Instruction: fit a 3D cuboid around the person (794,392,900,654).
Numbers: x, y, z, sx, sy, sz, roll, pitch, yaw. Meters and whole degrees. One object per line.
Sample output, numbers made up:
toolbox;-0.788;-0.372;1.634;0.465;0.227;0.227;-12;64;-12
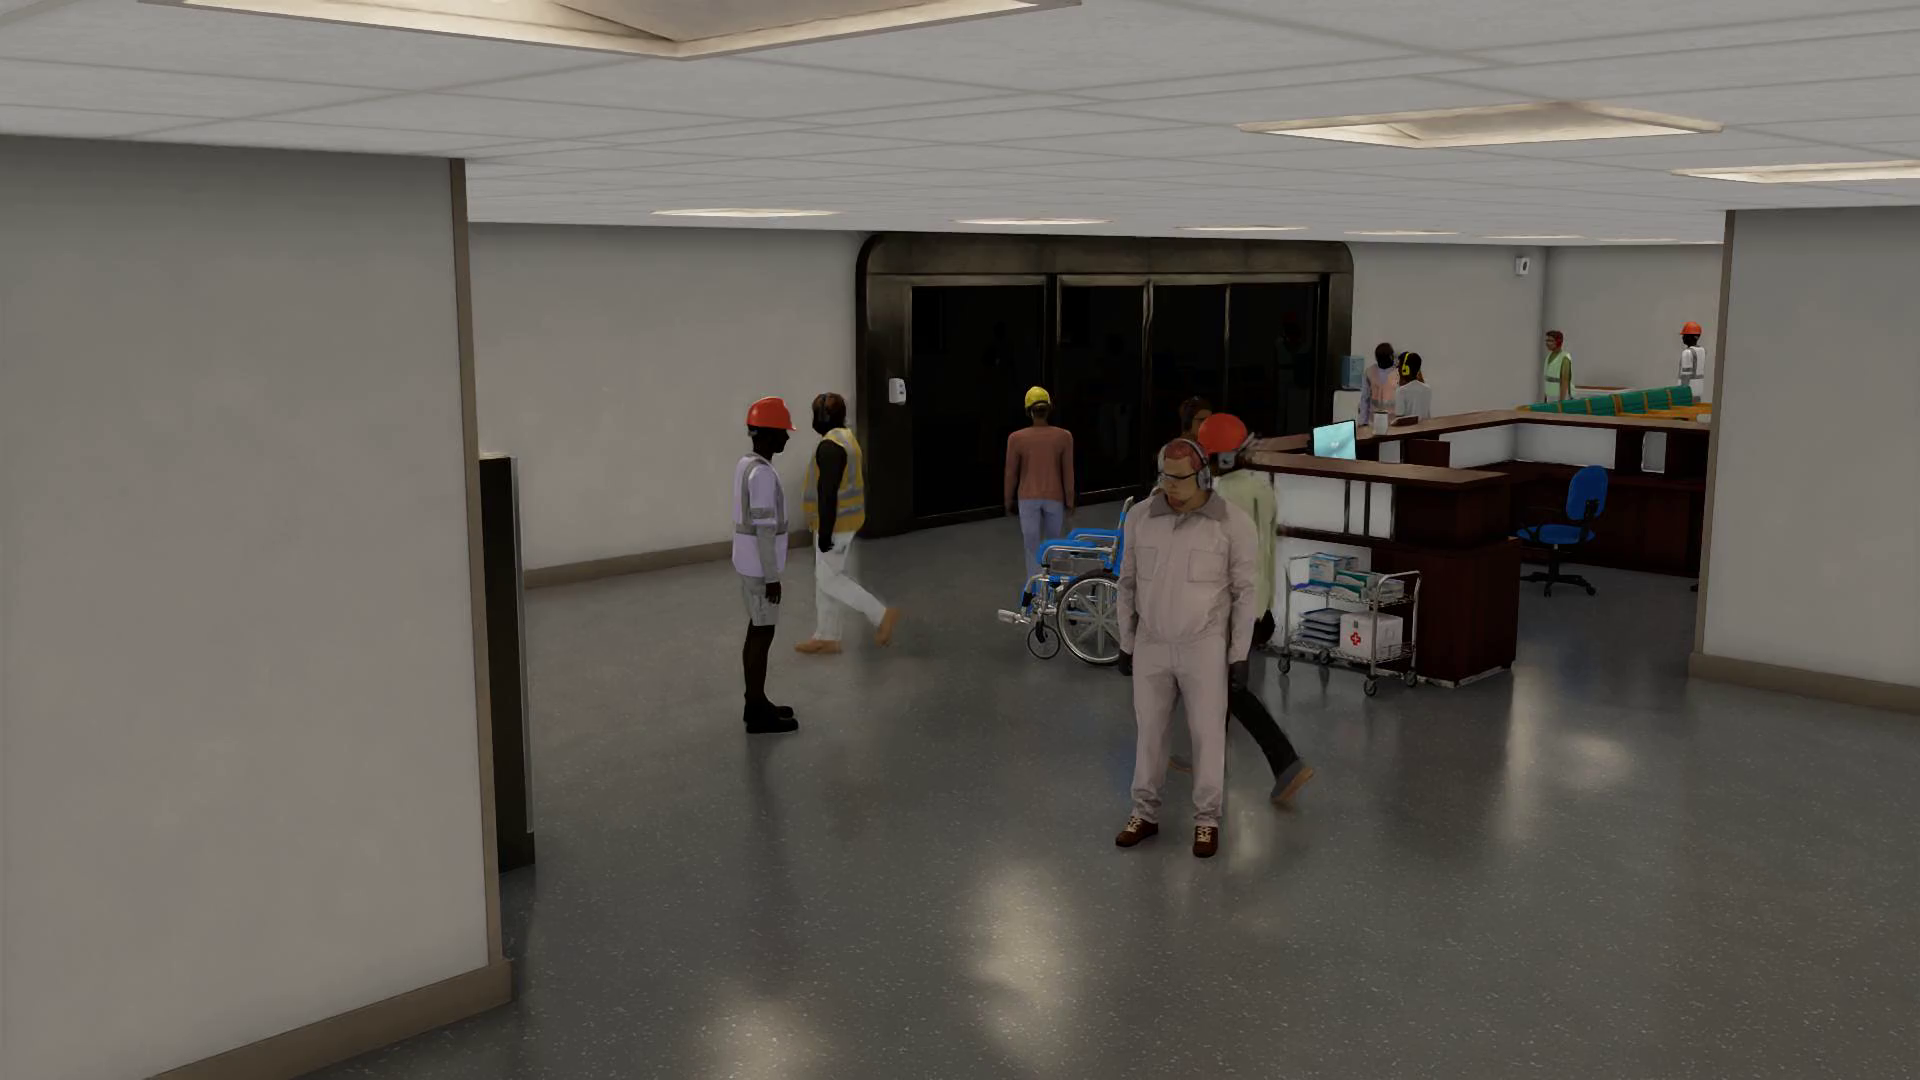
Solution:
person;-0.787;-0.099;11.414;0.659;1.820;0.642;0;9;3

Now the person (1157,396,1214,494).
person;1.470;-0.023;10.857;0.544;1.834;0.491;-9;13;-43

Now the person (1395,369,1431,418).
person;4.816;-1.050;17.796;0.508;1.632;0.264;-6;11;-31

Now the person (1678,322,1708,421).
person;9.986;-2.020;22.817;0.542;1.938;0.357;-9;13;-43

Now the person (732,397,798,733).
person;-1.111;0.143;9.581;0.390;1.929;0.545;-3;10;-15

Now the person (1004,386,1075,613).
person;0.609;-0.323;12.961;0.545;1.743;0.611;-1;9;-5

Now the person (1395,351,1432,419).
person;4.380;-0.897;16.164;0.507;1.862;0.331;-6;11;-34

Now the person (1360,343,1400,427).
person;4.946;-1.379;19.279;0.653;1.810;0.514;7;12;38

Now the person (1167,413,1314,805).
person;1.428;0.335;8.365;0.920;1.955;0.614;8;12;39

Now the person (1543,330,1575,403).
person;8.065;-1.907;22.451;0.399;1.836;0.559;-1;9;-7

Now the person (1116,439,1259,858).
person;1.005;0.487;7.556;0.643;1.901;0.400;4;10;25
